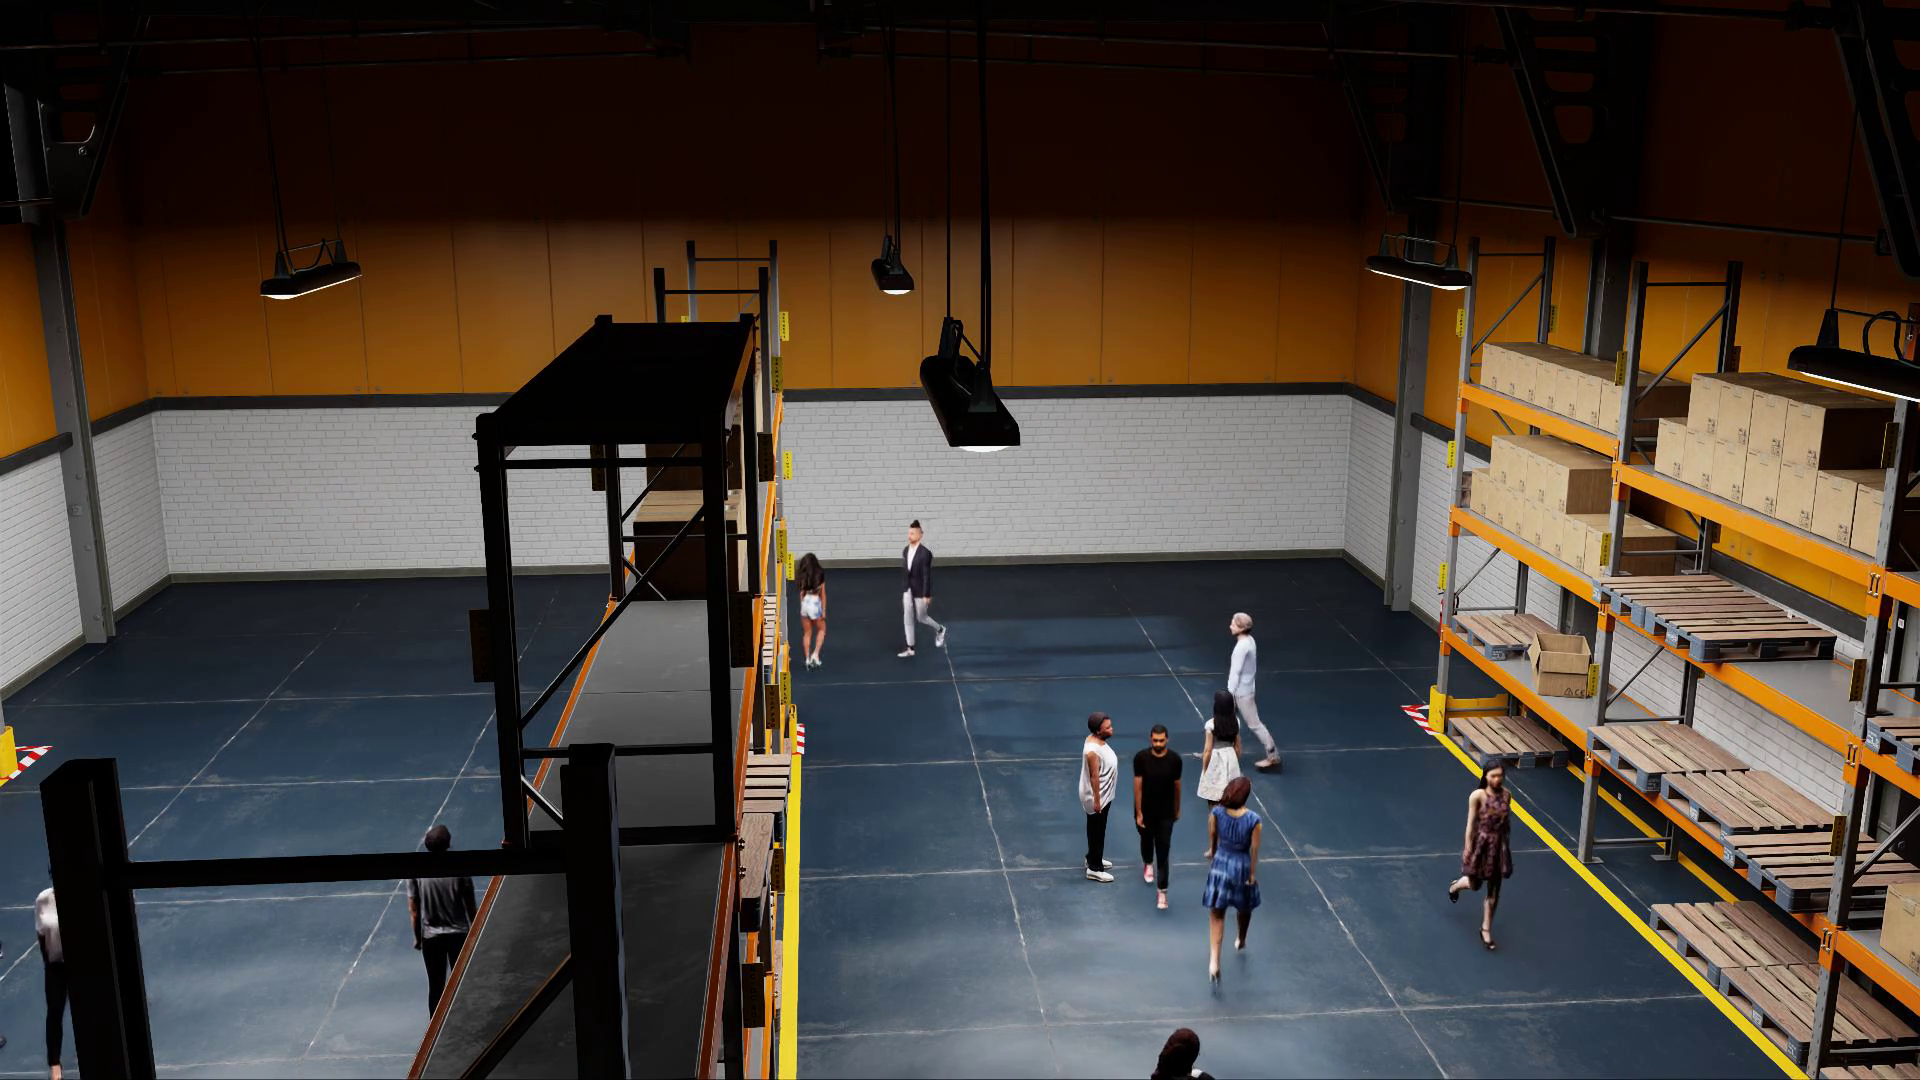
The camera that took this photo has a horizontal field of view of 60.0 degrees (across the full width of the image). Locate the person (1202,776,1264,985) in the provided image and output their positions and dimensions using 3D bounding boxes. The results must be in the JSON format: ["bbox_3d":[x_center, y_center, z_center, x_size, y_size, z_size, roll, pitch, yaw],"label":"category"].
[{"bbox_3d":[2.325,2.957,14.291,0.981,1.756,1.265,5,14,19],"label":"person"}]

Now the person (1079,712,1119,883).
[{"bbox_3d":[1.367,2.491,16.358,0.751,1.688,0.595,1,14,5],"label":"person"}]

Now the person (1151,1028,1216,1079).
[{"bbox_3d":[1.376,3.914,10.296,0.619,1.775,0.903,-1,14,-4],"label":"person"}]

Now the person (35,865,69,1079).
[{"bbox_3d":[-6.888,3.279,12.994,0.734,1.740,1.138,-2,14,-10],"label":"person"}]

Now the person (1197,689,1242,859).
[{"bbox_3d":[2.623,2.354,16.740,0.723,1.774,0.728,-5,15,-21],"label":"person"}]

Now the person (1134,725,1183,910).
[{"bbox_3d":[1.859,2.576,15.952,0.797,1.714,1.234,1,14,5],"label":"person"}]

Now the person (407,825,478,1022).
[{"bbox_3d":[-4.092,3.158,13.233,0.682,1.864,0.575,-3,14,-11],"label":"person"}]

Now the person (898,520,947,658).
[{"bbox_3d":[-0.539,0.677,23.337,1.126,1.929,1.158,13,19,43],"label":"person"}]

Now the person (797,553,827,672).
[{"bbox_3d":[-2.046,1.010,22.673,0.692,1.594,0.728,6,15,23],"label":"person"}]

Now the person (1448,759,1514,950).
[{"bbox_3d":[4.702,2.784,14.995,0.740,1.761,0.984,-4,14,-17],"label":"person"}]

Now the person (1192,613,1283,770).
[{"bbox_3d":[3.327,1.770,19.012,1.013,1.841,1.286,3,14,14],"label":"person"}]
